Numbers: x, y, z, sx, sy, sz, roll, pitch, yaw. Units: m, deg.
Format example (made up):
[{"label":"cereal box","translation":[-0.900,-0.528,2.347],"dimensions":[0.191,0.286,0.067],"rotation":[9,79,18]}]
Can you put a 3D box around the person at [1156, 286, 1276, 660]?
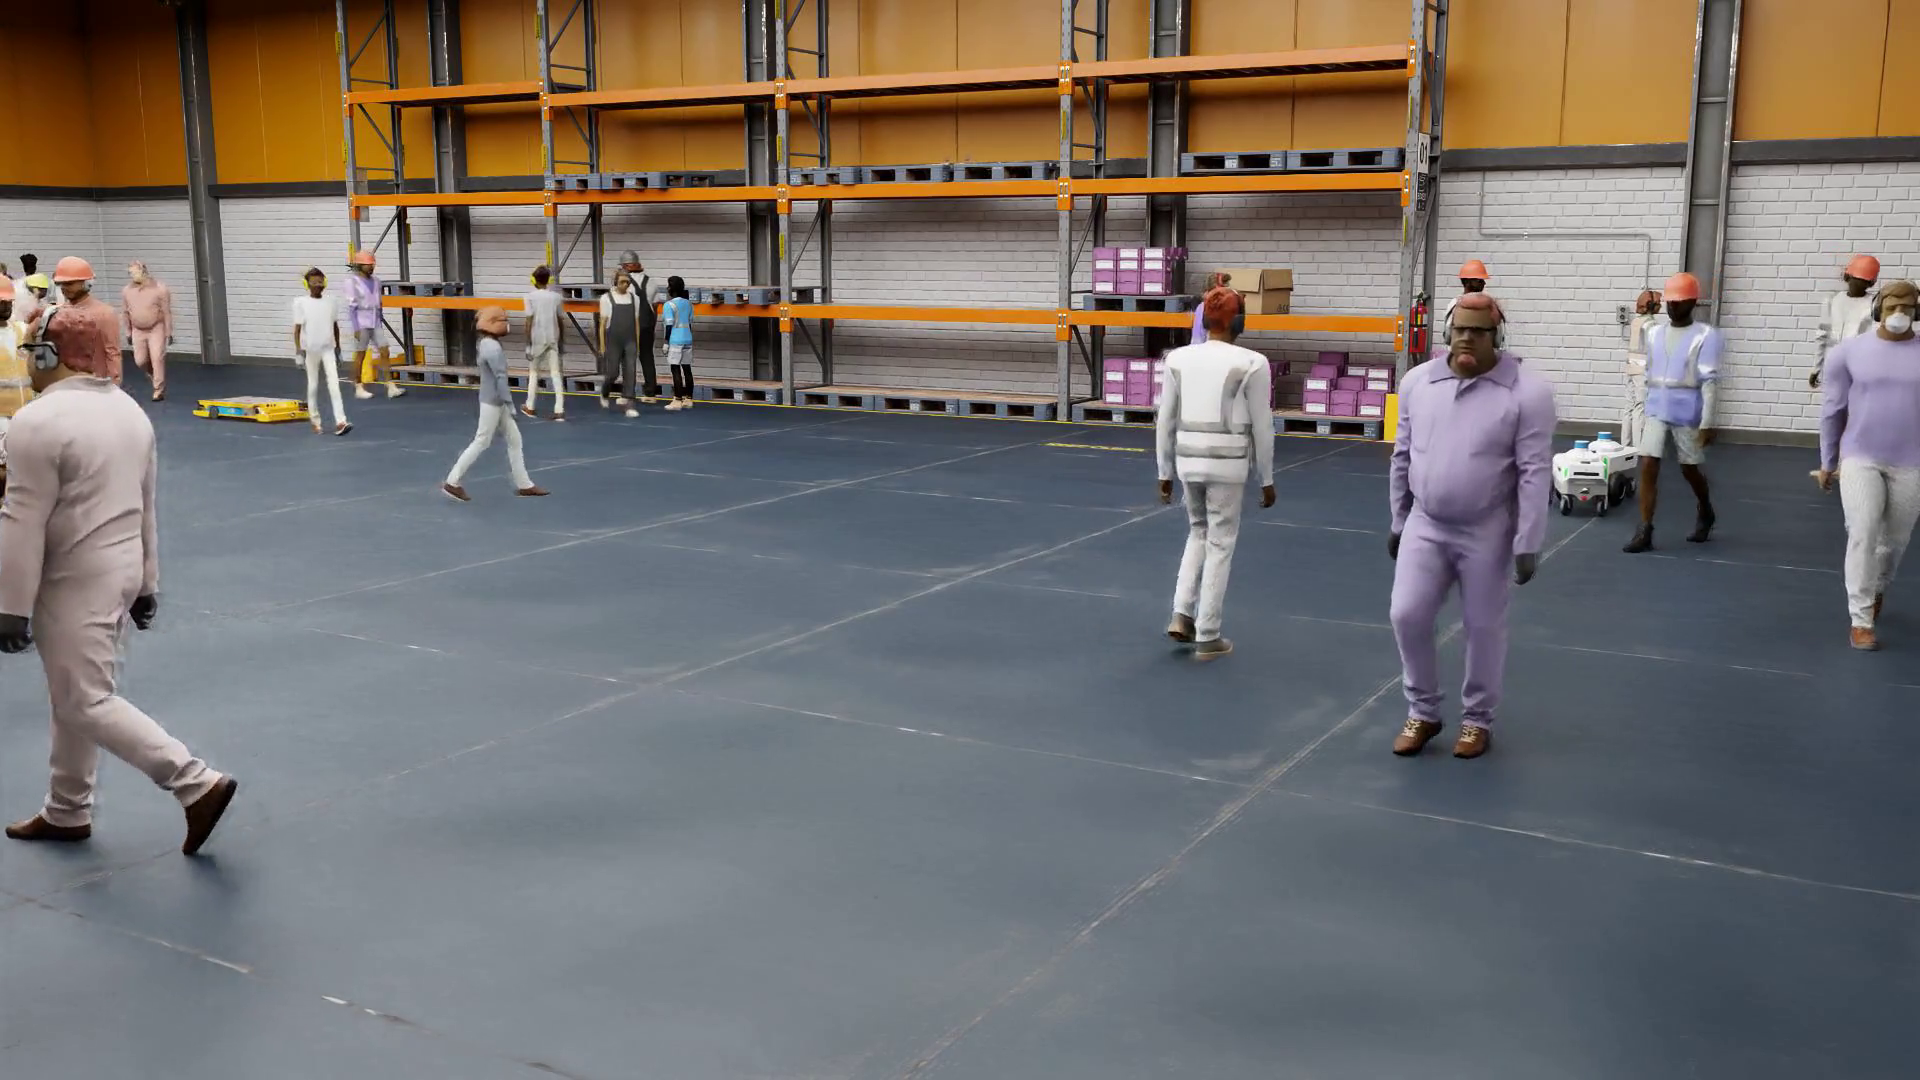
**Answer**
[{"label":"person","translation":[1.275,-0.329,8.360],"dimensions":[0.581,1.870,0.435],"rotation":[9,13,40]}]

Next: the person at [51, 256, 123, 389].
[{"label":"person","translation":[-6.694,-1.166,12.752],"dimensions":[0.618,1.990,0.405],"rotation":[3,10,16]}]

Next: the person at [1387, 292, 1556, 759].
[{"label":"person","translation":[2.002,-0.037,6.643],"dimensions":[0.673,1.883,0.589],"rotation":[7,12,35]}]

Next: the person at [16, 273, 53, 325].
[{"label":"person","translation":[-10.911,-2.272,19.669],"dimensions":[0.434,1.743,0.542],"rotation":[3,10,15]}]

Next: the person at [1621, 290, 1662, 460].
[{"label":"person","translation":[6.651,-1.603,16.204],"dimensions":[0.314,1.642,0.515],"rotation":[0,10,0]}]

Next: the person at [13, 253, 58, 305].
[{"label":"person","translation":[-13.384,-3.159,24.092],"dimensions":[0.603,1.967,0.372],"rotation":[-8,13,-39]}]

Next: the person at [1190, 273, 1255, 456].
[{"label":"person","translation":[2.519,-1.630,15.874],"dimensions":[0.885,1.801,0.581],"rotation":[-2,10,-10]}]

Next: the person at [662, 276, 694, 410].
[{"label":"person","translation":[-3.575,-2.491,21.075],"dimensions":[0.319,1.696,0.532],"rotation":[5,11,27]}]

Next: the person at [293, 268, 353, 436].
[{"label":"person","translation":[-6.963,-2.033,18.125],"dimensions":[0.561,1.818,0.959],"rotation":[-8,13,-37]}]

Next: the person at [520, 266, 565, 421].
[{"label":"person","translation":[-4.999,-2.350,19.925],"dimensions":[0.562,1.819,0.963],"rotation":[-7,12,-35]}]

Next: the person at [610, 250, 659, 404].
[{"label":"person","translation":[-4.311,-2.803,21.865],"dimensions":[0.690,2.000,0.535],"rotation":[-9,13,-41]}]

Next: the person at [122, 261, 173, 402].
[{"label":"person","translation":[-10.894,-2.811,22.373],"dimensions":[0.666,1.876,0.681],"rotation":[0,10,-1]}]

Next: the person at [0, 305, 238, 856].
[{"label":"person","translation":[-2.903,0.152,5.610],"dimensions":[0.844,1.879,0.648],"rotation":[0,10,1]}]

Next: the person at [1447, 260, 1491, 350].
[{"label":"person","translation":[4.862,-1.701,15.919],"dimensions":[0.359,1.939,0.543],"rotation":[8,13,39]}]

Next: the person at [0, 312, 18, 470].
[{"label":"person","translation":[-8.698,-1.516,15.250],"dimensions":[0.597,1.804,0.634],"rotation":[-4,11,-23]}]

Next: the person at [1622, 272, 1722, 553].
[{"label":"person","translation":[4.929,-0.877,11.374],"dimensions":[0.940,1.904,0.550],"rotation":[-8,13,-37]}]

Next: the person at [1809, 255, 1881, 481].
[{"label":"person","translation":[7.764,-1.478,14.519],"dimensions":[0.529,1.996,0.686],"rotation":[-6,11,-29]}]

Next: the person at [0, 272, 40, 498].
[{"label":"person","translation":[-6.532,-0.865,11.298],"dimensions":[0.883,1.908,0.549],"rotation":[4,11,21]}]

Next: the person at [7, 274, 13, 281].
[{"label":"person","translation":[-15.933,-3.653,27.911],"dimensions":[0.502,1.611,0.461],"rotation":[-6,12,-32]}]

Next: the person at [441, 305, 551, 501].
[{"label":"person","translation":[-3.837,-1.110,13.545],"dimensions":[0.837,1.596,0.501],"rotation":[-3,10,-16]}]

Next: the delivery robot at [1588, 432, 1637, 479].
[{"label":"delivery robot","translation":[5.237,-0.638,13.546],"dimensions":[0.477,0.478,0.707],"rotation":[9,13,41]}]

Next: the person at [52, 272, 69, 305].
[{"label":"person","translation":[-15.433,-3.791,28.604],"dimensions":[0.516,1.636,0.314],"rotation":[-1,10,-6]}]

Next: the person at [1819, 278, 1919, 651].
[{"label":"person","translation":[4.873,-0.424,8.779],"dimensions":[0.637,1.914,0.891],"rotation":[4,11,22]}]

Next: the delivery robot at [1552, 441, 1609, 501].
[{"label":"delivery robot","translation":[4.825,-0.530,12.937],"dimensions":[0.477,0.478,0.707],"rotation":[2,10,13]}]

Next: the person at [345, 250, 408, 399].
[{"label":"person","translation":[-7.912,-2.894,22.462],"dimensions":[0.949,2.003,0.646],"rotation":[6,11,29]}]

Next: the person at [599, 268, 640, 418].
[{"label":"person","translation":[-4.163,-2.408,20.290],"dimensions":[0.549,1.810,0.792],"rotation":[-6,12,-31]}]

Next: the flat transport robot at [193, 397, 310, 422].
[{"label":"flat transport robot","translation":[-8.475,-1.581,19.956],"dimensions":[1.431,0.197,0.652],"rotation":[6,12,31]}]

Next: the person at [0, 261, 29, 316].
[{"label":"person","translation":[-11.407,-2.435,20.156],"dimensions":[0.637,1.915,0.768],"rotation":[3,10,15]}]
